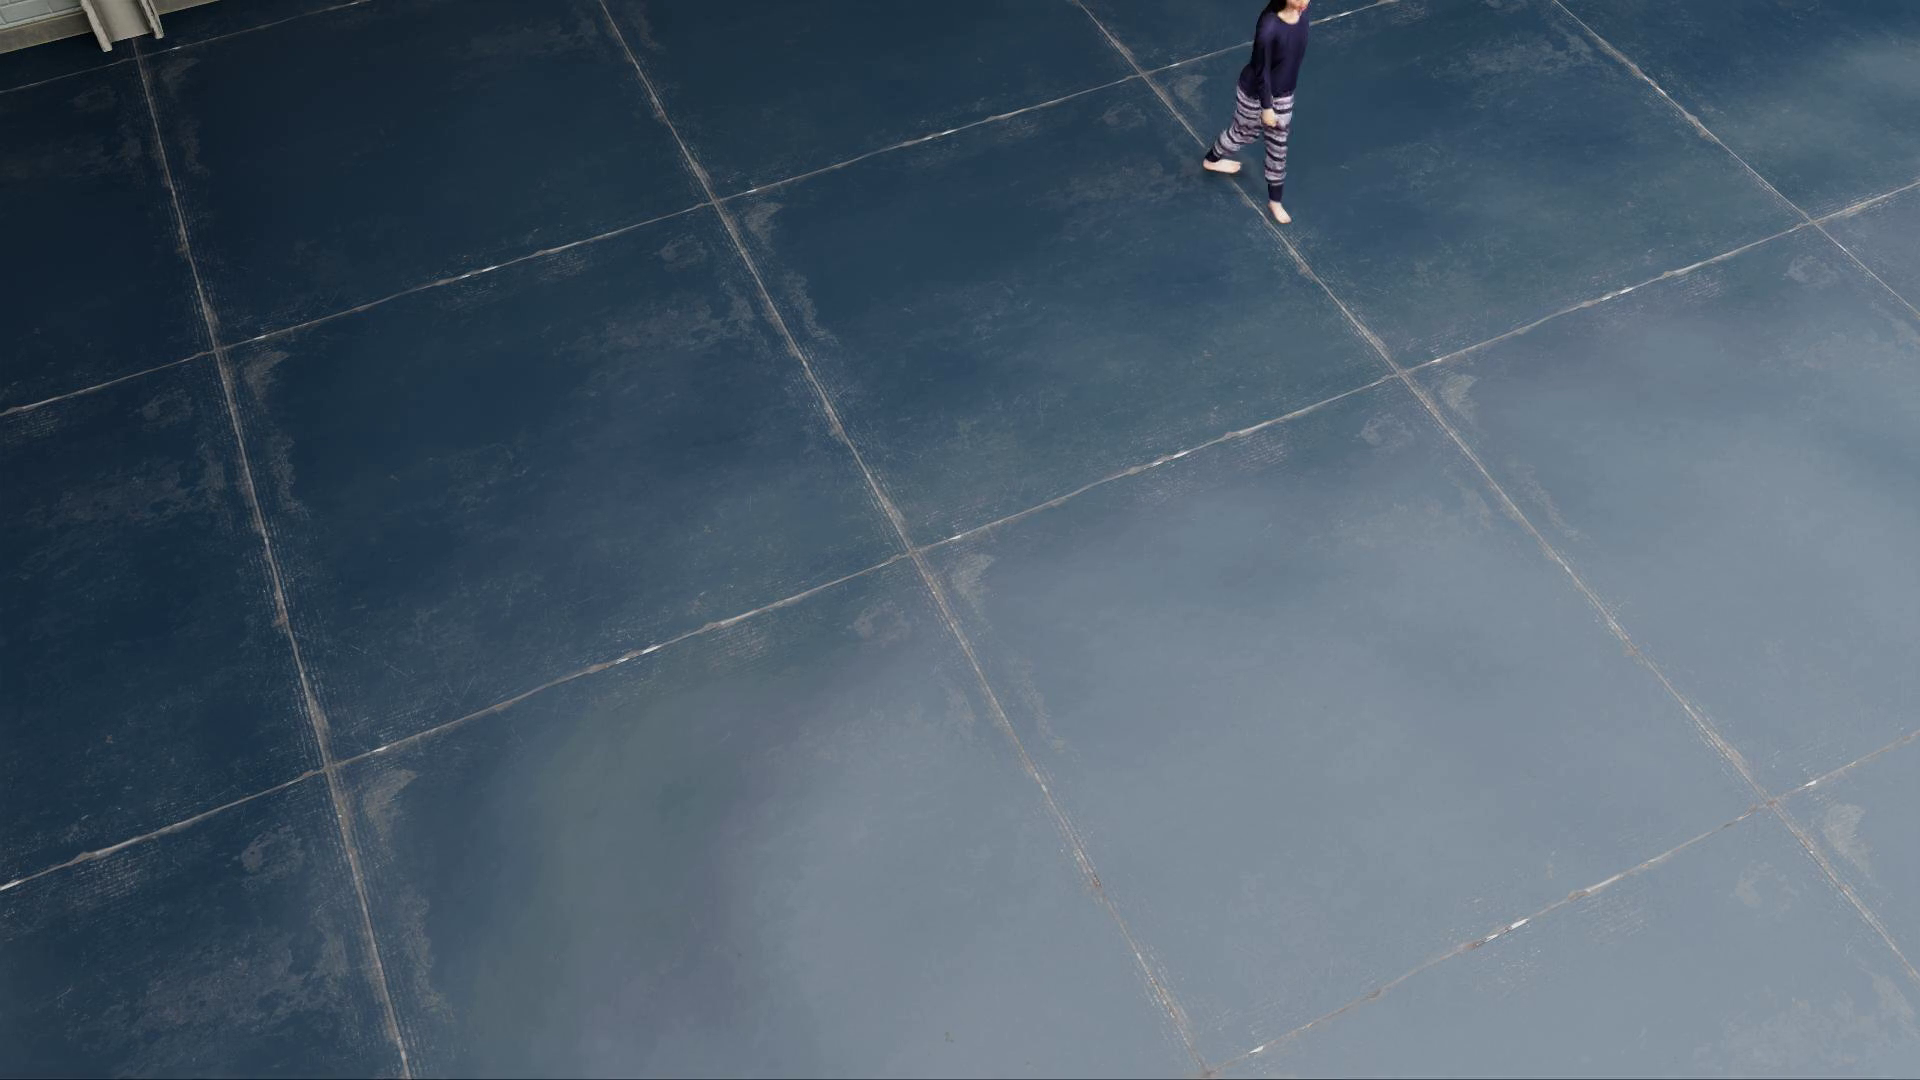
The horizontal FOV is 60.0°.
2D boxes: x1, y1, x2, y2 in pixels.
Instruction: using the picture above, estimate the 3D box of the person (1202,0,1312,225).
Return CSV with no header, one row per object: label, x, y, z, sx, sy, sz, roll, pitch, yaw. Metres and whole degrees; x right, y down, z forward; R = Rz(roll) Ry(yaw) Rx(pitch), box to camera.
person,1.727,-2.673,9.622,0.834,1.684,0.952,36,60,24
